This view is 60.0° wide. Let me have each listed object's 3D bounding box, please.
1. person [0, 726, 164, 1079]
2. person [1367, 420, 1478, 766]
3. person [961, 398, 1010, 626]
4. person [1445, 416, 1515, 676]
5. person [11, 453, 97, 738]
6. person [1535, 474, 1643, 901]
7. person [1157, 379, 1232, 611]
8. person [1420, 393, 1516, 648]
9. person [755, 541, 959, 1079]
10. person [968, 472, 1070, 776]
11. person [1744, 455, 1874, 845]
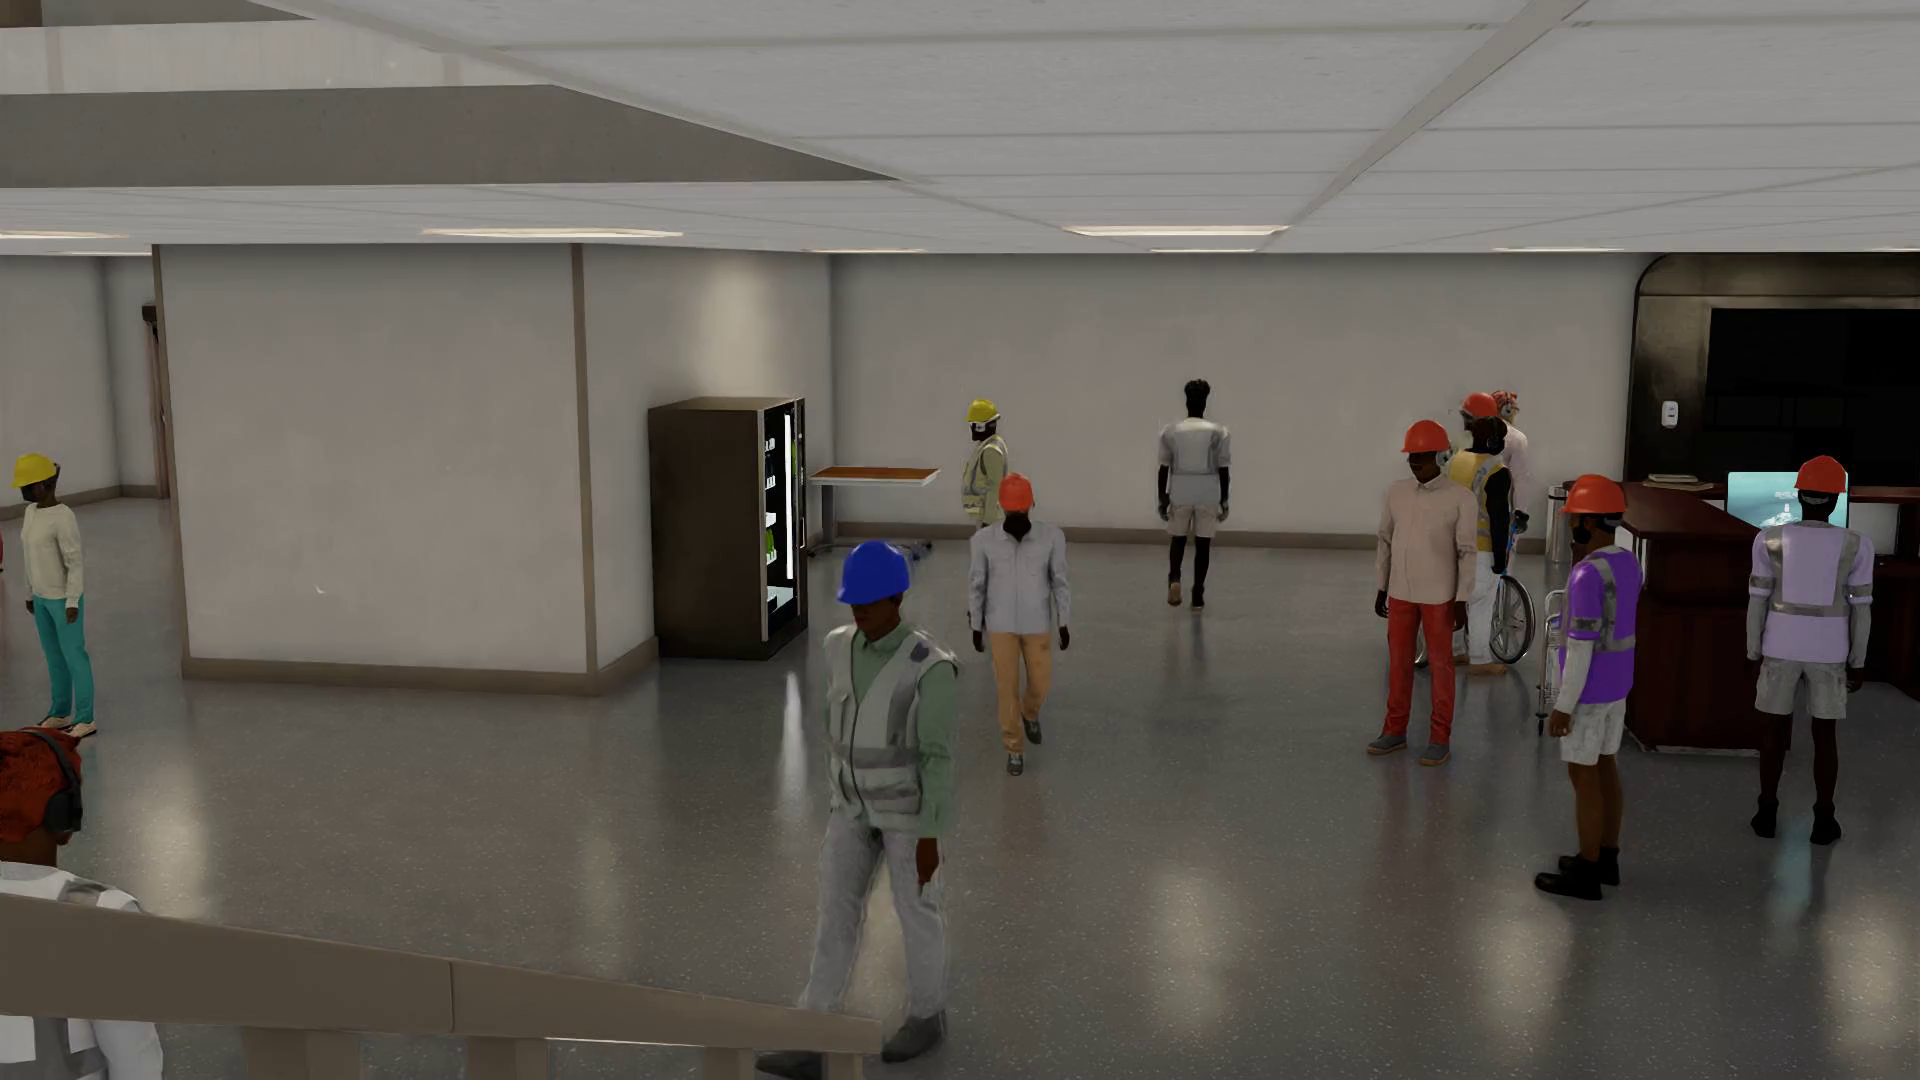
[{"bbox_3d":[-2.000,1.336,3.643,0.575,1.869,0.356,2,9,11],"label":"person"},{"bbox_3d":[2.675,0.299,9.638,0.617,1.994,0.381,9,13,43],"label":"person"},{"bbox_3d":[0.206,-0.224,13.375,0.403,1.827,0.600,0,9,-1],"label":"person"},{"bbox_3d":[3.673,0.039,11.753,0.429,1.837,0.626,-3,10,-19],"label":"person"},{"bbox_3d":[-5.508,0.347,10.076,0.523,1.759,0.336,6,11,35],"label":"person"},{"bbox_3d":[2.855,0.662,7.581,0.377,1.934,0.557,9,13,42],"label":"person"},{"bbox_3d":[1.945,-0.362,13.838,0.602,1.953,0.485,2,10,15],"label":"person"},{"bbox_3d":[3.870,-0.148,12.606,1.078,1.925,0.647,-4,10,-25],"label":"person"},{"bbox_3d":[-0.326,0.959,5.795,0.640,1.913,0.808,7,11,36],"label":"person"},{"bbox_3d":[0.334,0.447,9.528,0.583,1.727,0.565,0,9,0],"label":"person"},{"bbox_3d":[4.225,0.543,8.312,0.552,1.935,0.374,5,10,28],"label":"person"}]
